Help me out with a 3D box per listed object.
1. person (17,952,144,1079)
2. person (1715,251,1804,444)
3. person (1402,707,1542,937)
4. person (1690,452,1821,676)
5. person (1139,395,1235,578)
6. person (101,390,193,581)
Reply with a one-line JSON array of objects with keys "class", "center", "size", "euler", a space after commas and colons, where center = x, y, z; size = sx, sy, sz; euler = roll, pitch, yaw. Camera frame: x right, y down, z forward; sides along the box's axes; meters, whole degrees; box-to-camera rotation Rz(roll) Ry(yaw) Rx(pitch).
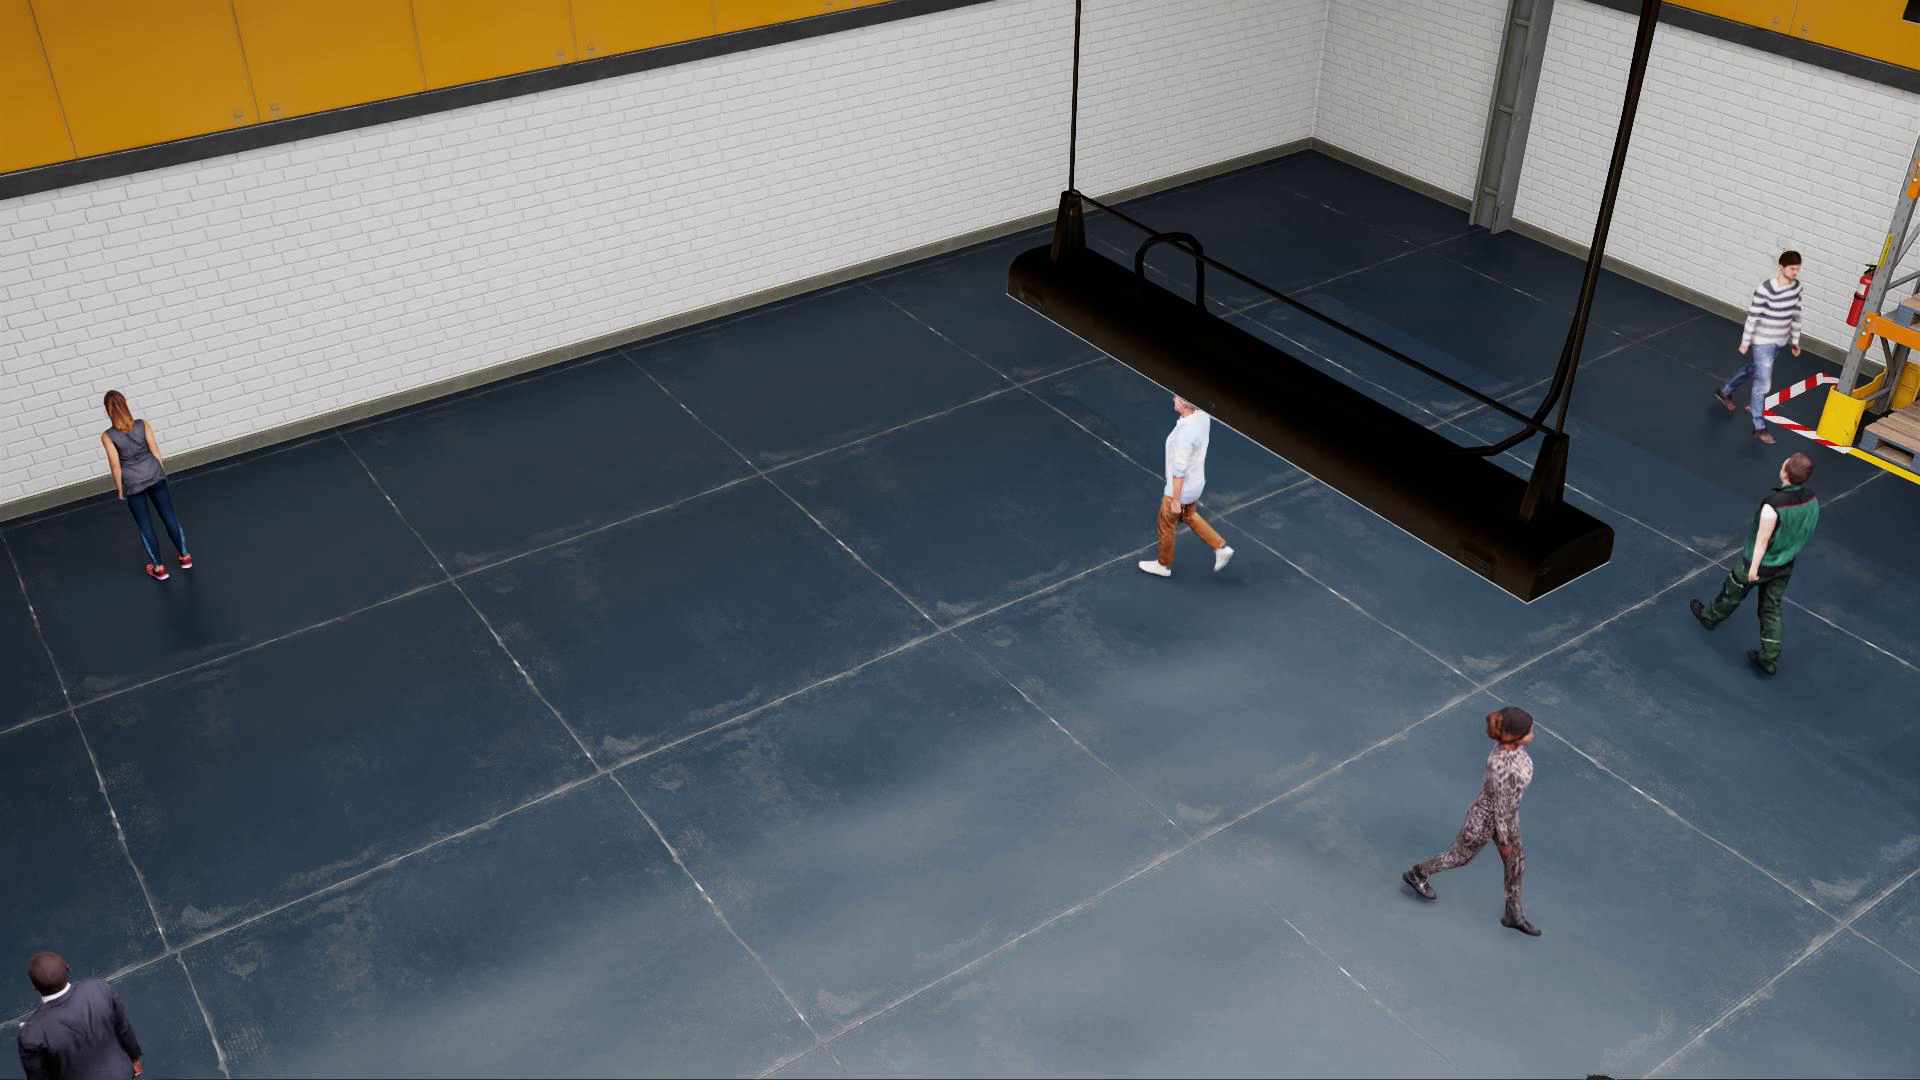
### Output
[{"class": "person", "center": [-4.480, 2.865, 8.656], "size": [1.108, 1.801, 0.908], "euler": [22, 39, 29]}, {"class": "person", "center": [7.644, -1.931, 15.865], "size": [0.870, 1.808, 1.254], "euler": [-11, 35, -16]}, {"class": "person", "center": [3.256, 1.743, 10.460], "size": [1.196, 1.672, 0.797], "euler": [23, 40, 31]}, {"class": "person", "center": [6.206, 0.203, 12.668], "size": [0.902, 1.792, 1.228], "euler": [-10, 35, -14]}, {"class": "person", "center": [1.910, -0.444, 13.629], "size": [1.136, 1.807, 0.983], "euler": [14, 36, 21]}, {"class": "person", "center": [-6.752, -0.464, 13.736], "size": [0.600, 1.722, 0.576], "euler": [-28, 43, -35]}]
